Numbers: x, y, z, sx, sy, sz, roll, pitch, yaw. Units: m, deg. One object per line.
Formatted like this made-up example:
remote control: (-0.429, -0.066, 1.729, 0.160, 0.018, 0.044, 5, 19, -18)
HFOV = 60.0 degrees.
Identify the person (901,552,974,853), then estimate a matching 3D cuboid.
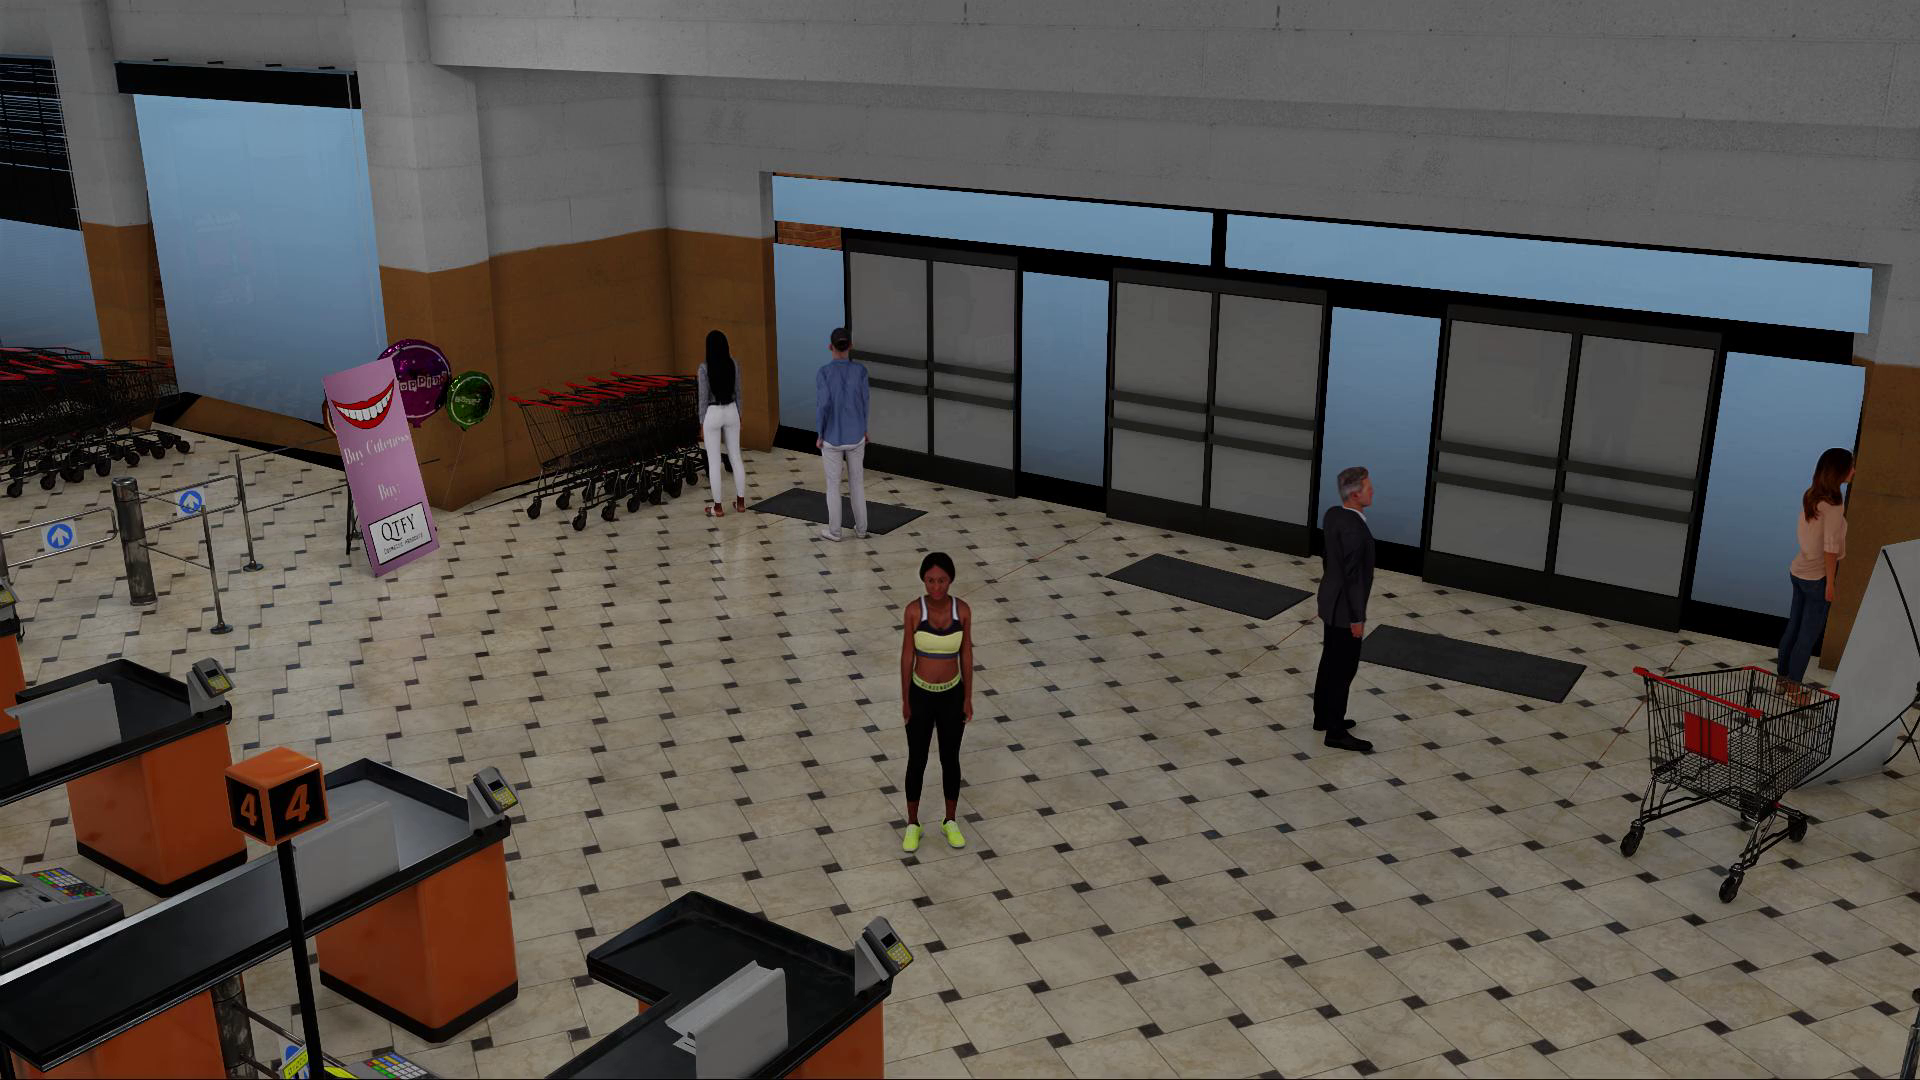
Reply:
person: (-0.135, 0.890, 9.313, 0.641, 1.754, 0.689, -2, 19, -6)

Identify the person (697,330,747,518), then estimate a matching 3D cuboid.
person: (-2.181, -1.073, 15.182, 0.598, 1.724, 0.726, -11, 21, -29)

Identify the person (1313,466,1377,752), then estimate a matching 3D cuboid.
person: (2.456, 0.409, 10.600, 0.870, 1.842, 0.776, -1, 19, -2)

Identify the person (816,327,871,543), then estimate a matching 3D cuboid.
person: (-1.023, -0.917, 14.462, 0.680, 1.888, 0.801, -8, 20, -23)

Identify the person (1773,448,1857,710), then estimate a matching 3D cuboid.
person: (5.730, 0.244, 11.171, 0.719, 1.791, 0.605, 2, 19, 5)
